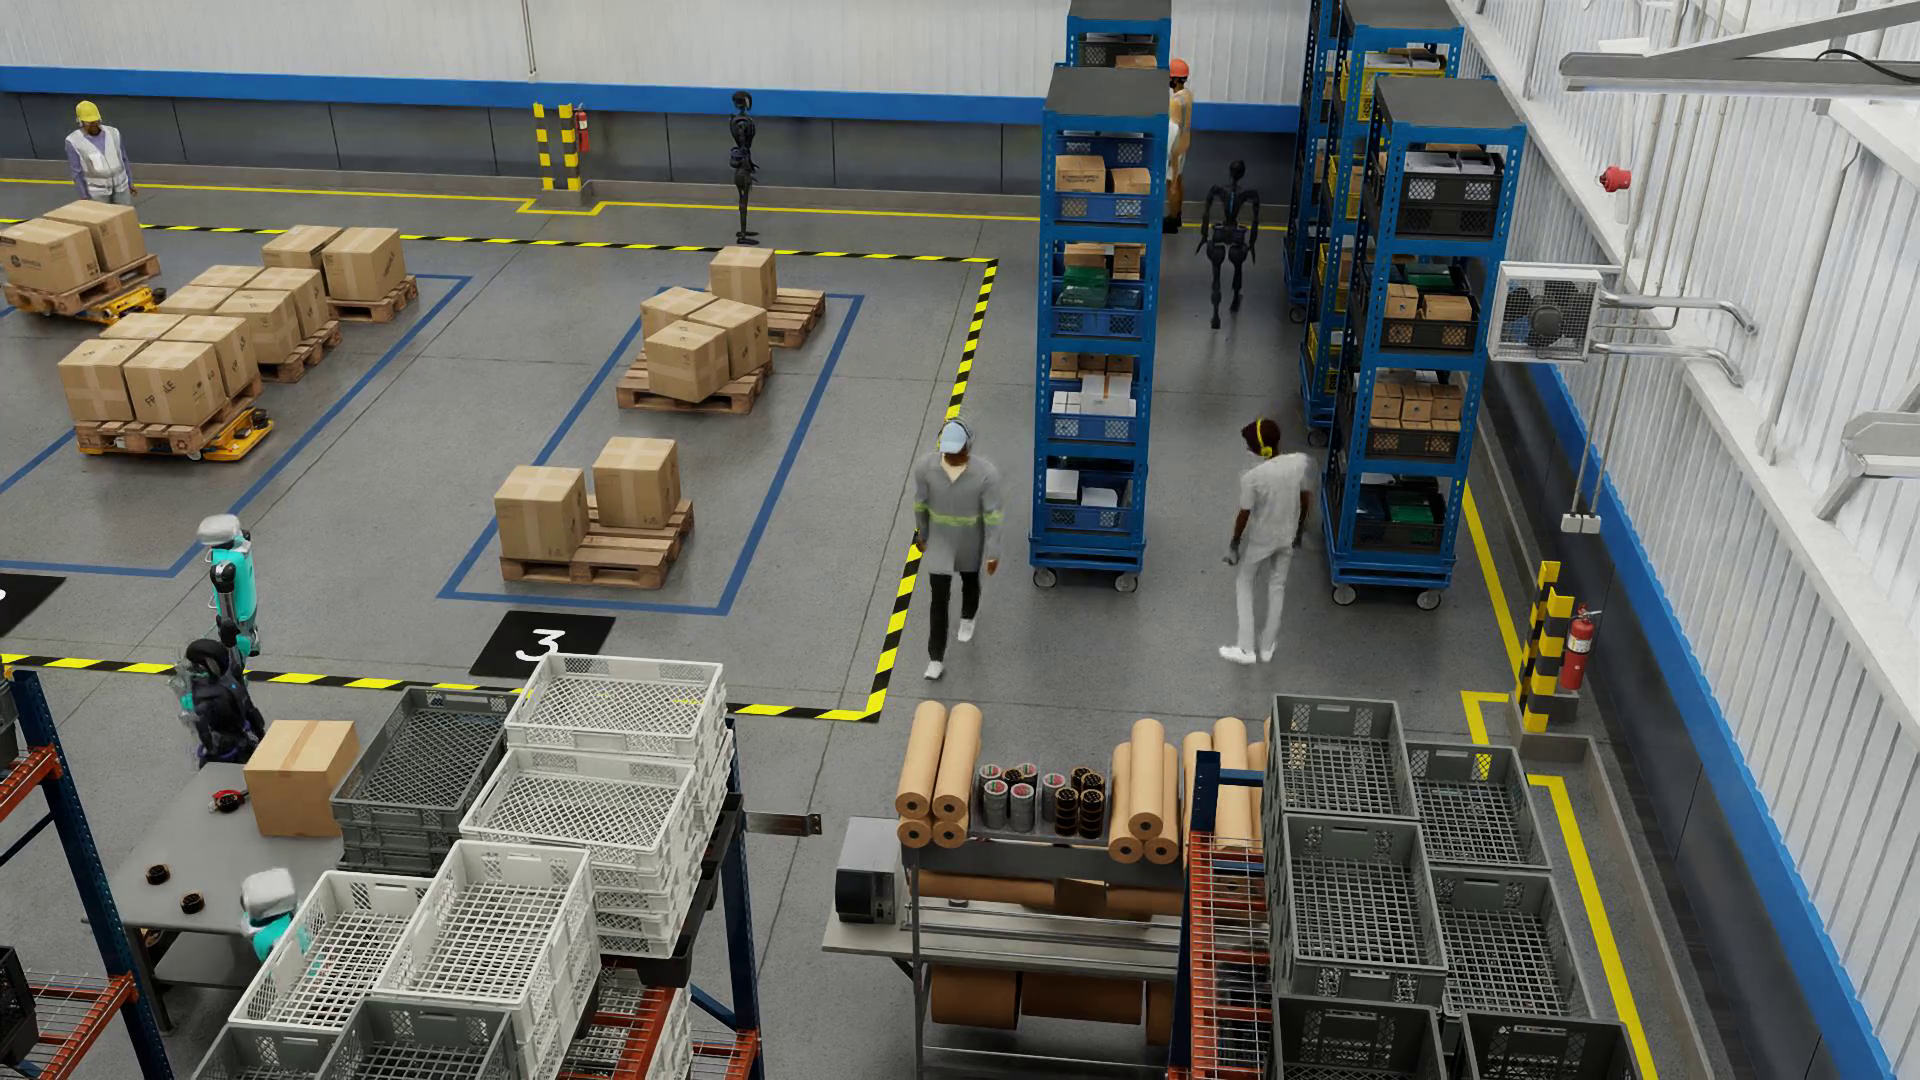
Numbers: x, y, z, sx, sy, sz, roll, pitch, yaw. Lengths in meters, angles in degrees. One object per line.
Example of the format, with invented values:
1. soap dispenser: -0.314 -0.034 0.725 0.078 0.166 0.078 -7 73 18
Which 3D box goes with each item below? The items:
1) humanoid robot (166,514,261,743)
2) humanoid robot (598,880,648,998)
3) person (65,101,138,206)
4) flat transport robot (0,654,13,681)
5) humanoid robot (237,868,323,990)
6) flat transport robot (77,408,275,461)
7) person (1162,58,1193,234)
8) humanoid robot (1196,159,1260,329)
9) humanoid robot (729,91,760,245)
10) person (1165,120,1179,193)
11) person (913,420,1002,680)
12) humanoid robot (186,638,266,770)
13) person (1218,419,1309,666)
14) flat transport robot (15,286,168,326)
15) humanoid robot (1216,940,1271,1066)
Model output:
1. humanoid robot: -4.517 0.630 10.001 0.735 1.674 0.533 -5 31 -8
2. humanoid robot: -1.765 1.621 8.474 0.315 1.657 0.599 -23 37 -34
3. person: -8.974 -3.714 17.498 0.404 1.829 0.599 24 38 35
4. flat transport robot: -7.142 0.969 11.010 1.431 0.231 0.659 3 30 6
5. humanoid robot: -2.734 2.122 7.569 0.778 1.767 0.562 -21 36 -31
6. flat transport robot: -6.728 -0.944 14.268 1.431 0.197 0.652 3 30 6
7. person: 2.375 -4.390 18.555 0.354 1.937 0.550 10 32 17
8. humanoid robot: 2.638 -2.971 16.413 0.591 1.624 0.763 6 31 11
9. humanoid robot: -2.373 -4.122 18.336 0.315 1.659 0.599 -2 30 -3
10. person: 2.035 -3.932 17.907 0.611 1.803 0.826 1 30 1
11. person: -0.028 0.032 11.089 0.617 1.797 0.951 6 31 9
12. humanoid robot: -4.015 1.216 9.244 0.794 1.630 0.585 0 30 0
13. person: 2.065 0.027 11.084 0.567 1.837 0.357 -8 31 -14
14. flat transport robot: -8.780 -2.441 16.838 1.431 0.197 0.652 10 32 17
15. humanoid robot: 1.123 2.389 7.198 0.673 1.634 0.612 -12 32 -19
